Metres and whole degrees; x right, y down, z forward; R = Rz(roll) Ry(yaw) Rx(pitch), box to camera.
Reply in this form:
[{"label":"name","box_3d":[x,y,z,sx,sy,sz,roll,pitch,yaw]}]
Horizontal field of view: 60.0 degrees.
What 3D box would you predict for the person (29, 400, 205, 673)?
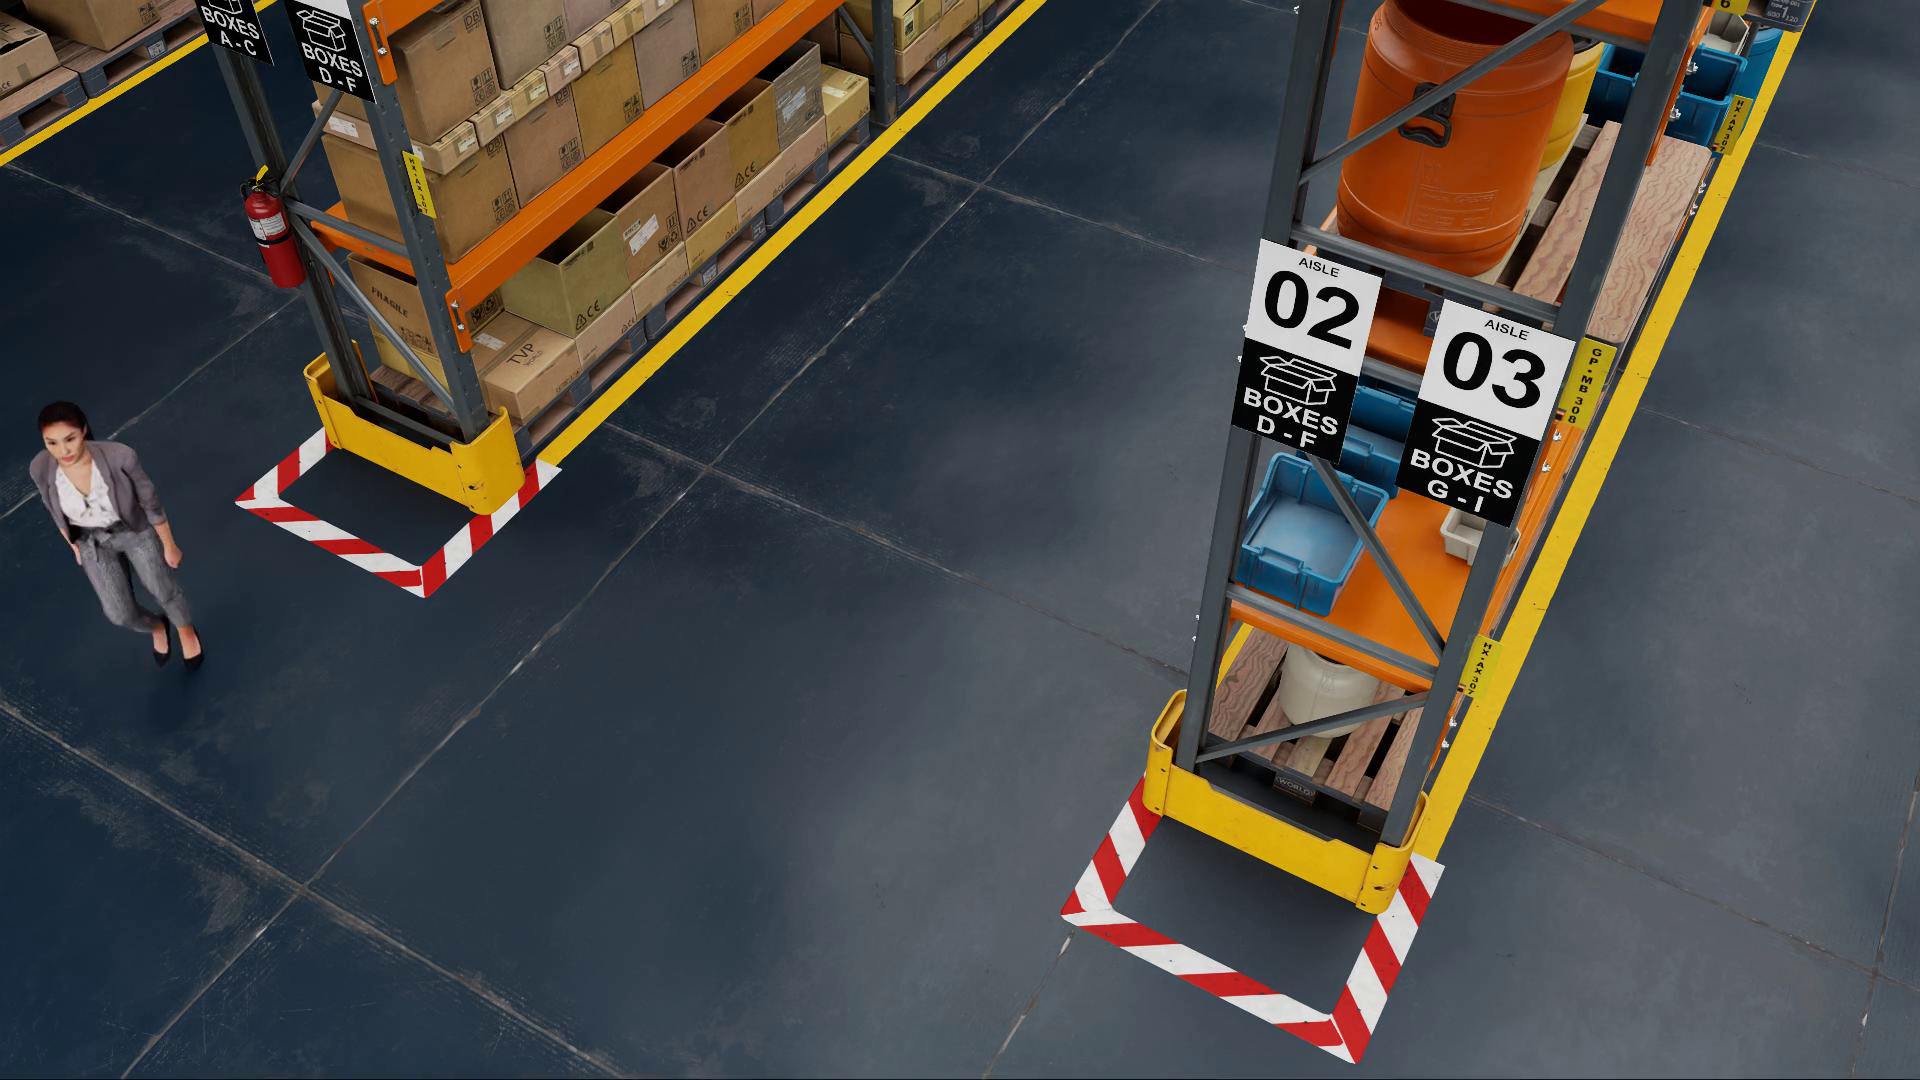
[{"label":"person","box_3d":[-3.782,-0.040,7.537,0.728,1.665,0.784,-10,48,-9]}]
